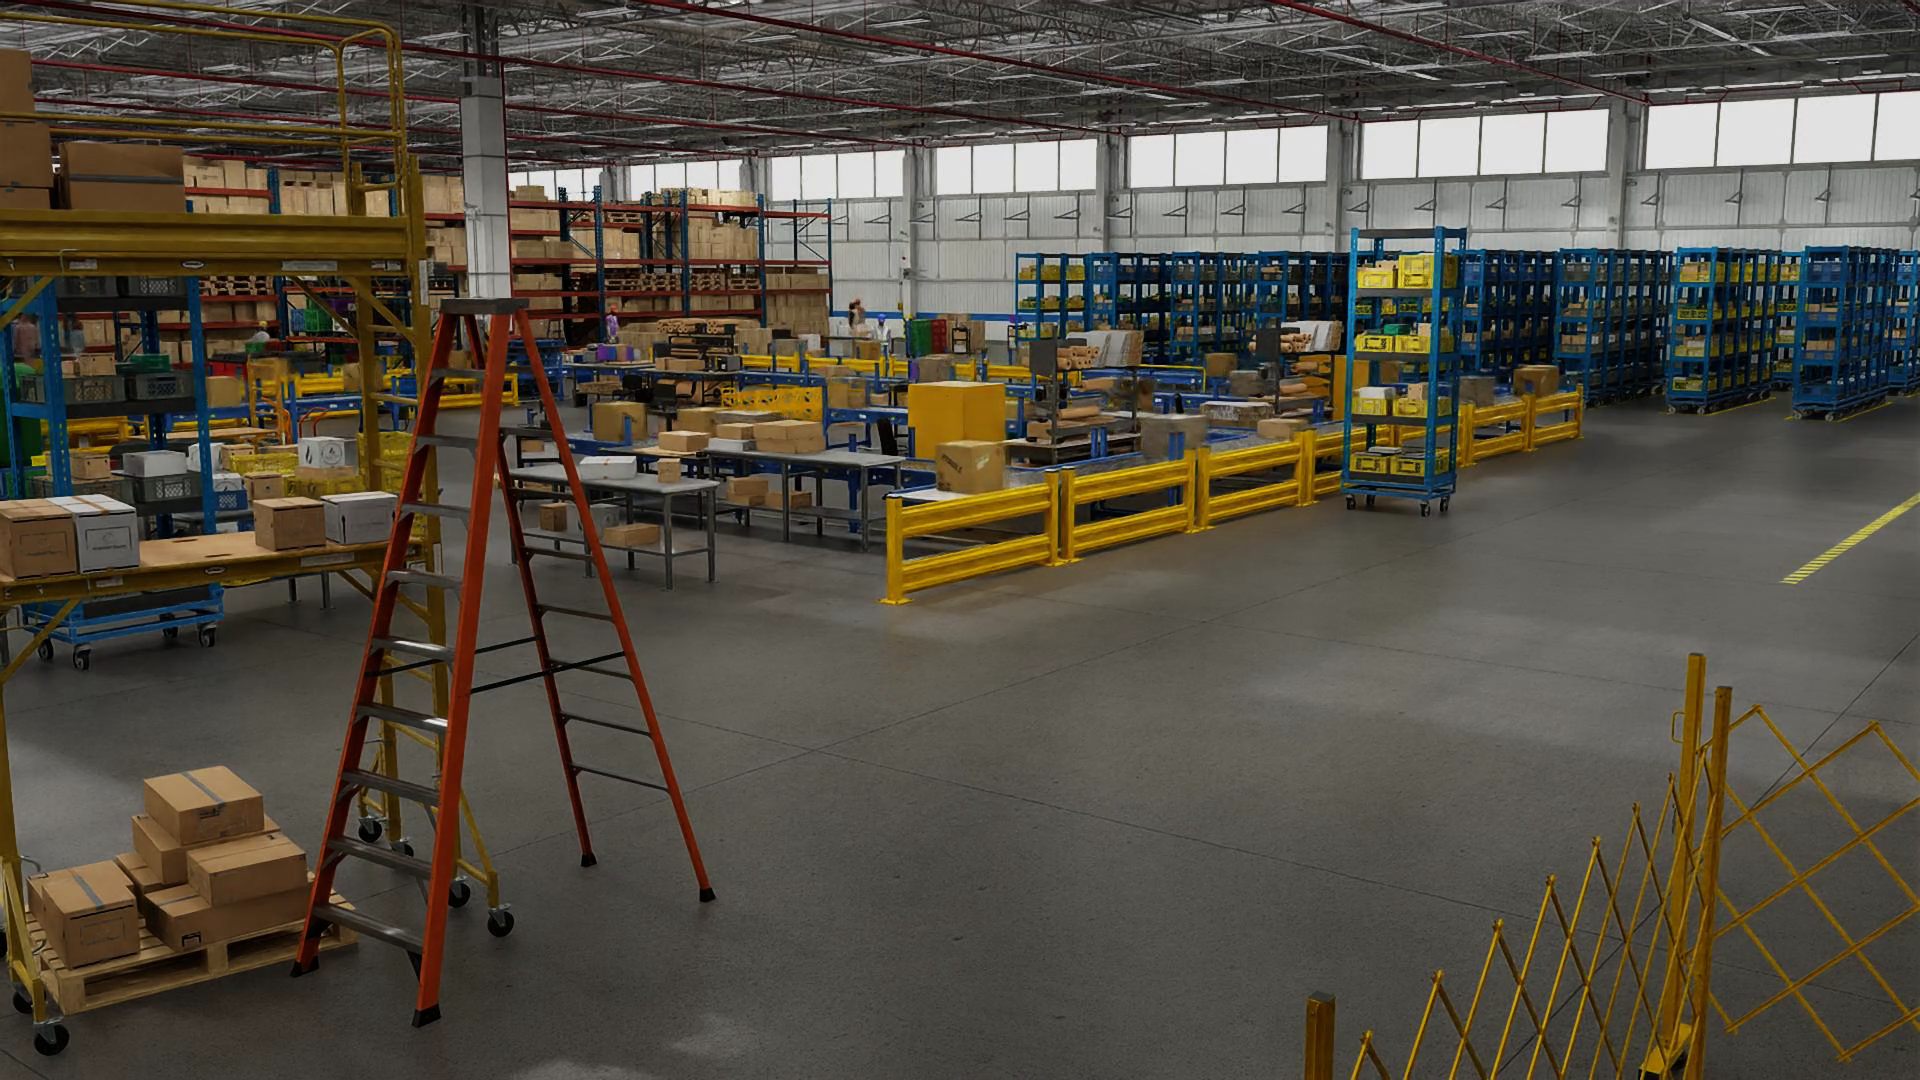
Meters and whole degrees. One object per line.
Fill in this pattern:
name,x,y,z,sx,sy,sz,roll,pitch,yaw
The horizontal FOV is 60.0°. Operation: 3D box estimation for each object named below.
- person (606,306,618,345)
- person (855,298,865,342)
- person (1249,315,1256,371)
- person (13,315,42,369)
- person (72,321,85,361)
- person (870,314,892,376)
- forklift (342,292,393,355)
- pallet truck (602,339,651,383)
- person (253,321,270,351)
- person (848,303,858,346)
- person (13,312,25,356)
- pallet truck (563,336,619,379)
person,-11.974,-7.123,57.455,0.375,1.927,0.543,3,10,20
person,-4.358,-9.320,70.998,0.650,1.975,0.431,-1,9,-4
person,8.968,-5.915,50.235,0.404,1.825,0.586,-6,11,-32
person,-26.960,-5.558,47.990,1.020,1.835,0.723,5,10,28
person,-26.366,-5.725,49.689,0.512,1.613,0.475,4,10,25
person,-2.165,-5.221,45.549,0.603,1.938,0.401,-3,10,-18
forklift,-16.485,-5.622,45.120,1.129,2.768,1.873,7,11,37
pallet truck,-8.991,-4.871,45.351,0.653,1.274,1.630,7,11,37
person,-18.549,-4.926,44.247,0.611,1.761,1.029,5,11,30
person,-4.483,-8.988,69.420,0.456,1.824,0.645,2,9,13
person,-29.413,-6.219,51.954,0.634,1.901,0.994,6,11,34
pallet truck,-10.690,-5.294,48.215,1.601,1.201,0.680,-5,10,-26
